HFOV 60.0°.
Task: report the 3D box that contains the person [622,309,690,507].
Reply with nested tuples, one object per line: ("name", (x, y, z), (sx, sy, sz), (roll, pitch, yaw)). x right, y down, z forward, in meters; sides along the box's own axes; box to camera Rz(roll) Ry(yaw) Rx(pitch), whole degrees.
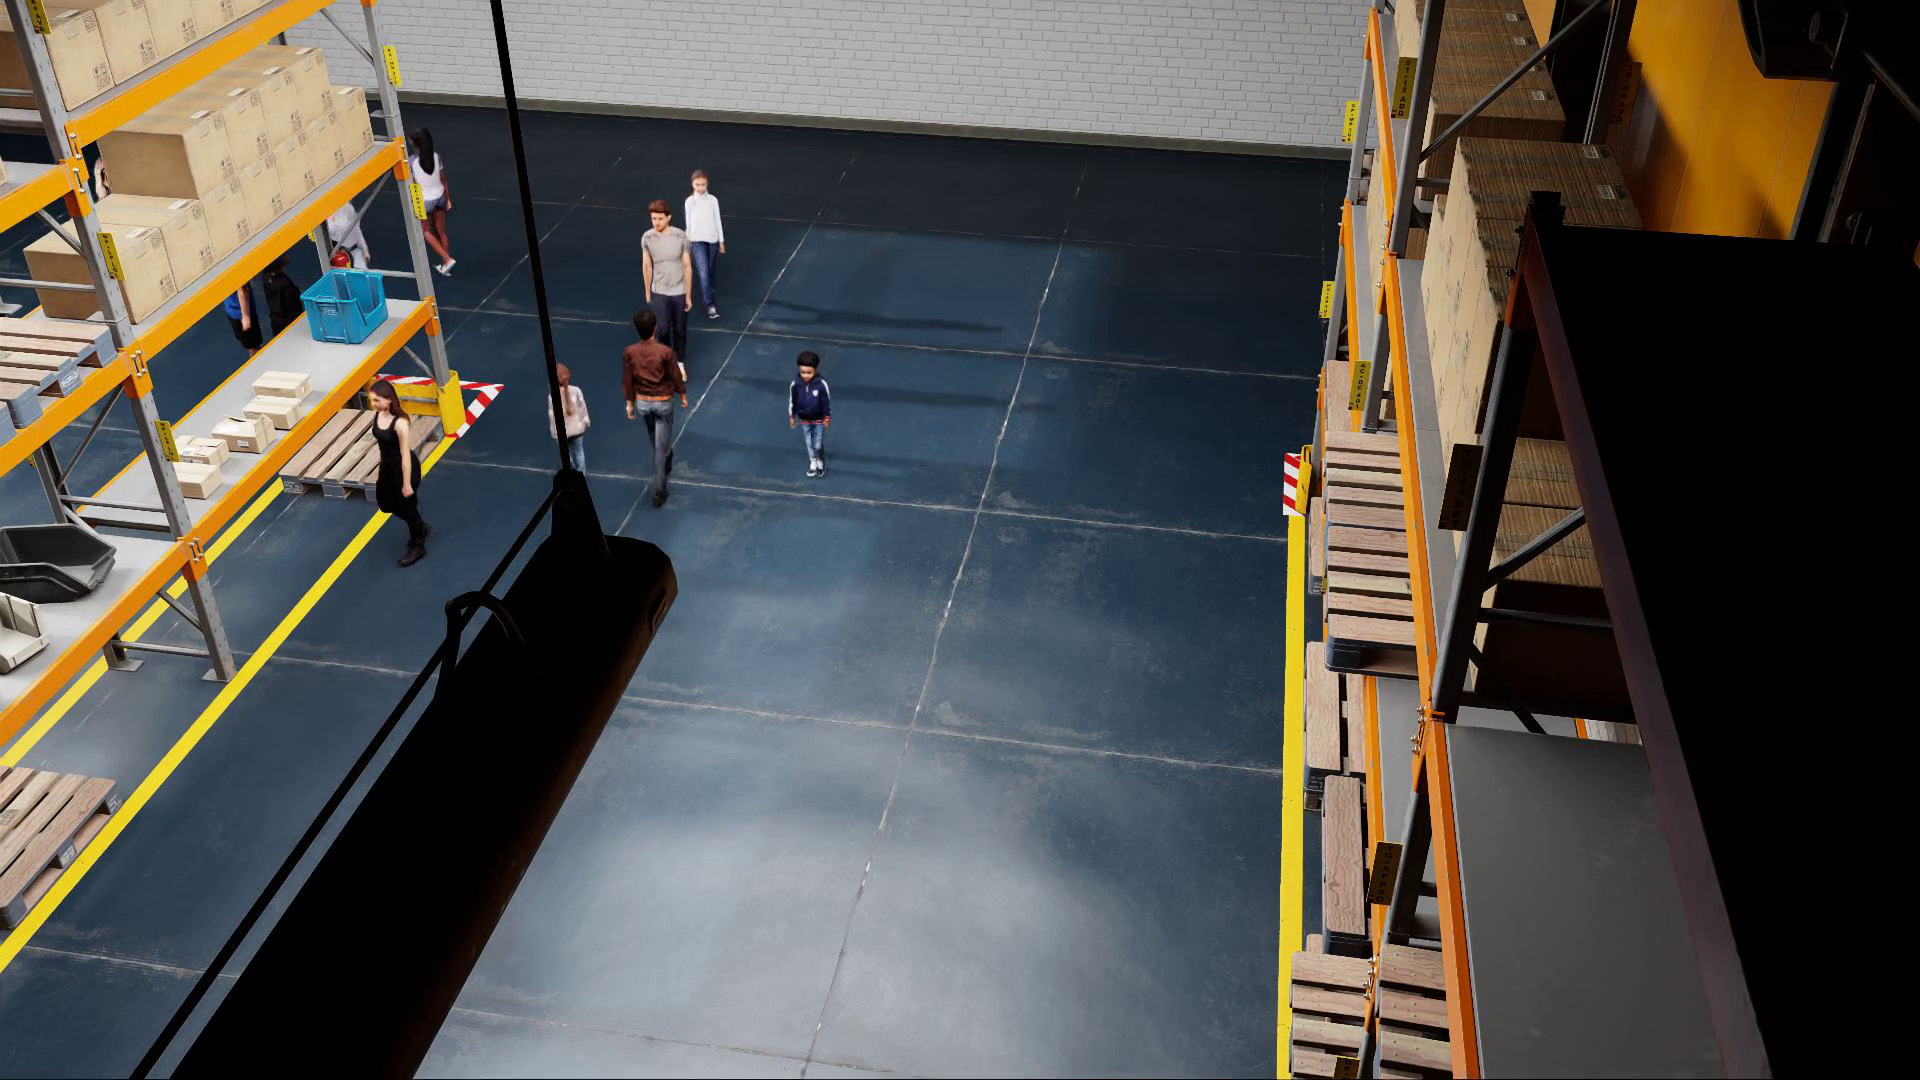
("person", (-2.624, -1.098, 14.253), (0.675, 1.747, 1.004), (4, 34, 6))

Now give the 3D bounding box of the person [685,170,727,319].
("person", (-2.698, -3.184, 17.601), (0.880, 1.513, 1.152), (-10, 35, -14))

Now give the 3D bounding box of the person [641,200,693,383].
("person", (-2.812, -2.454, 16.179), (0.734, 1.874, 0.806), (-2, 34, -3))

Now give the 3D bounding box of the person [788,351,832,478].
("person", (-1.307, -1.148, 14.808), (0.528, 1.215, 0.482), (7, 34, 10))

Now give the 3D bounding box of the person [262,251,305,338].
("person", (-6.383, -1.972, 15.663), (0.823, 1.642, 1.055), (19, 38, 26))

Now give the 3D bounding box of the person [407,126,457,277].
("person", (-5.722, -3.630, 18.091), (0.845, 1.714, 0.888), (-28, 42, -35))

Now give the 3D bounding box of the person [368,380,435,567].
("person", (-4.504, -0.584, 13.538), (0.739, 1.682, 0.779), (25, 41, 33))

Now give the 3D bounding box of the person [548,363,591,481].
("person", (-3.417, -0.972, 14.573), (0.608, 1.182, 0.646), (-12, 35, -17))
